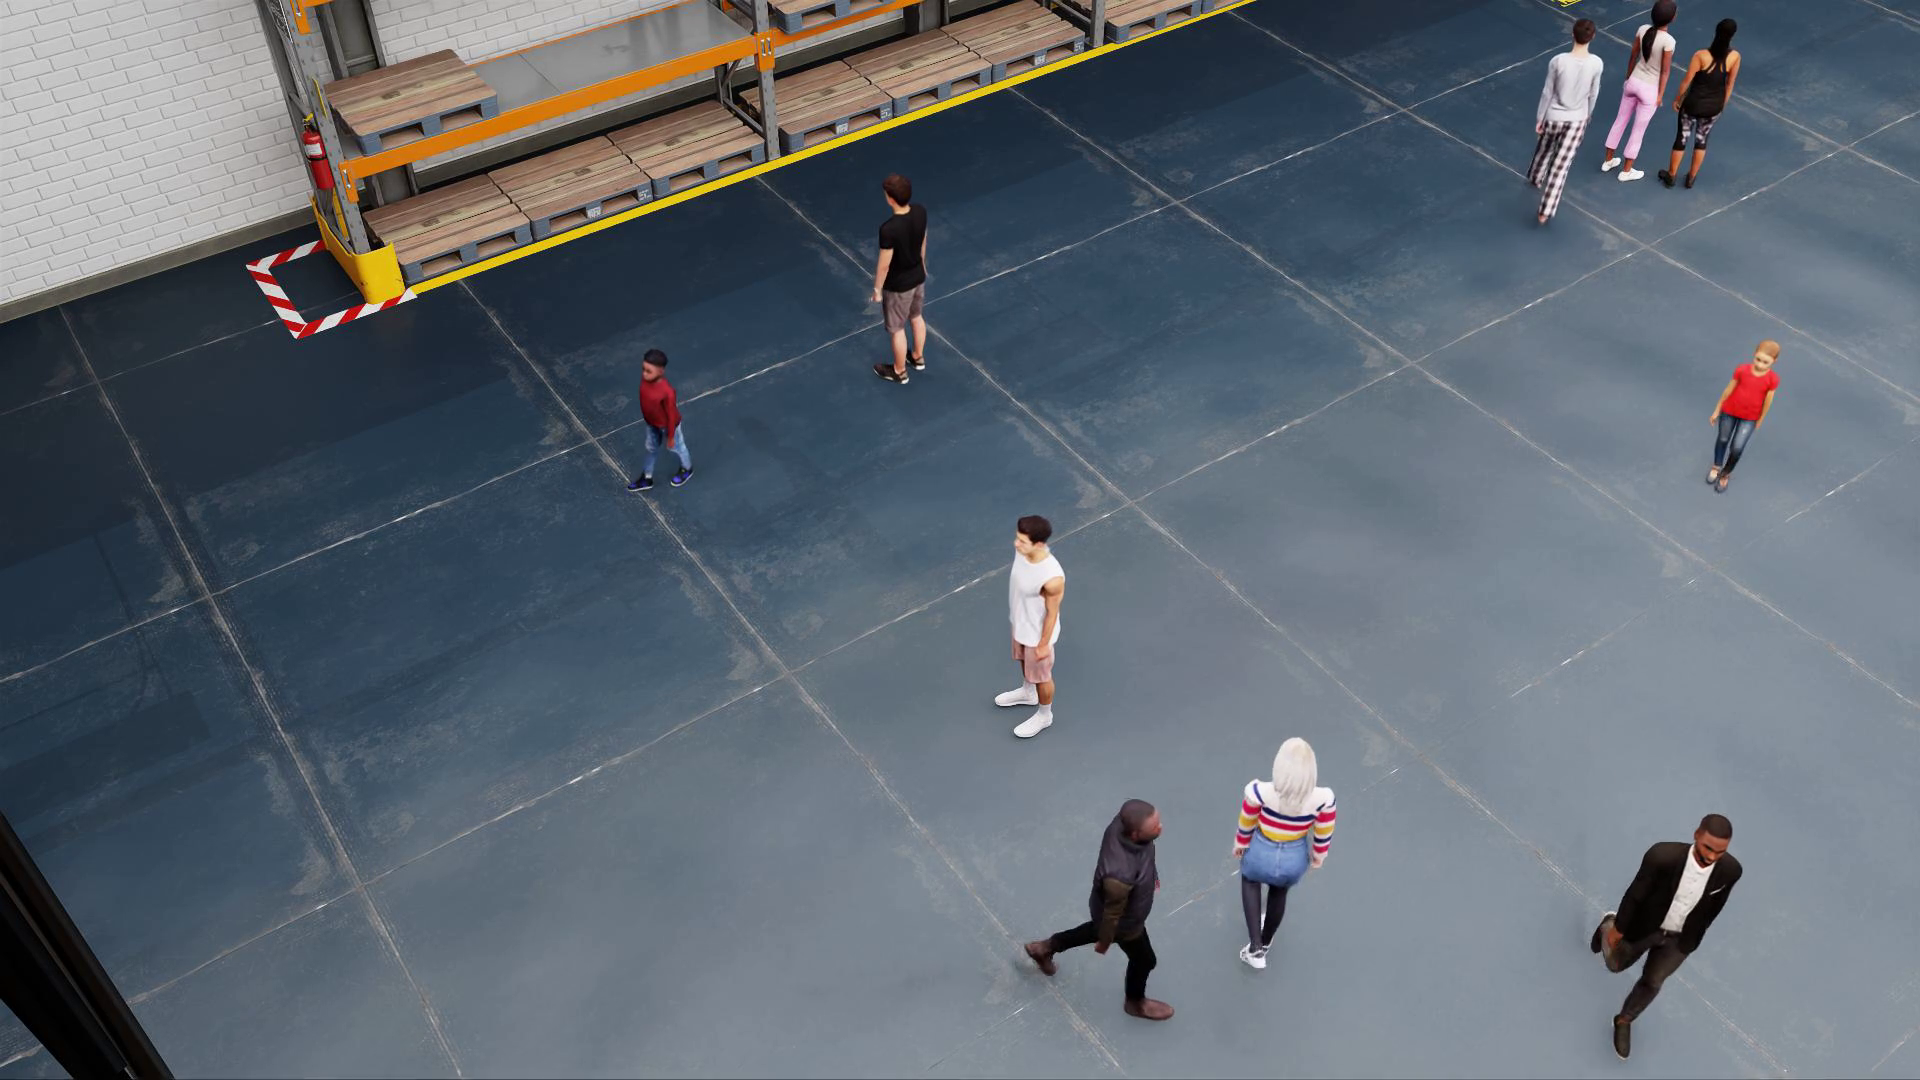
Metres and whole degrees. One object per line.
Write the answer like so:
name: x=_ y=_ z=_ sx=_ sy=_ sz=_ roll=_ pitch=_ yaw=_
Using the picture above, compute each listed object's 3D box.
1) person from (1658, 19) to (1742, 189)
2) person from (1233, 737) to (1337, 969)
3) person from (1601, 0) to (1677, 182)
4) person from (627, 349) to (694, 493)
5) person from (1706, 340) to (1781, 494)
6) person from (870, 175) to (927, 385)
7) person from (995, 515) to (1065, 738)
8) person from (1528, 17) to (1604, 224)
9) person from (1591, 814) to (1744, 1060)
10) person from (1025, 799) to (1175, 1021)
person: x=6.803 y=-3.988 z=15.222 sx=0.681 sy=1.664 sz=0.754 roll=3 pitch=44 yaw=3
person: x=1.724 y=1.779 z=9.071 sx=0.837 sy=1.797 sz=0.899 roll=6 pitch=44 yaw=6
person: x=6.295 y=-4.160 z=15.347 sx=0.527 sy=1.740 sz=0.590 roll=-21 pitch=48 yaw=-21
person: x=-2.153 y=-0.908 z=12.300 sx=0.606 sy=1.235 sz=0.791 roll=34 pitch=53 yaw=30
person: x=5.796 y=-0.970 z=12.318 sx=0.550 sy=1.298 sz=0.595 roll=28 pitch=50 yaw=26
person: x=-0.428 y=-2.029 z=13.023 sx=0.824 sy=1.861 sz=0.665 roll=30 pitch=51 yaw=28
person: x=0.473 y=0.515 z=10.406 sx=0.635 sy=1.787 sz=0.690 roll=-16 pitch=46 yaw=-16
person: x=5.385 y=-3.687 z=14.807 sx=1.091 sy=1.799 sz=1.232 roll=12 pitch=45 yaw=12
person: x=3.704 y=1.986 z=8.864 sx=1.052 sy=1.784 sz=1.114 roll=6 pitch=44 yaw=7
person: x=0.784 y=1.944 z=8.889 sx=1.189 sy=1.810 sz=1.142 roll=9 pitch=44 yaw=9
